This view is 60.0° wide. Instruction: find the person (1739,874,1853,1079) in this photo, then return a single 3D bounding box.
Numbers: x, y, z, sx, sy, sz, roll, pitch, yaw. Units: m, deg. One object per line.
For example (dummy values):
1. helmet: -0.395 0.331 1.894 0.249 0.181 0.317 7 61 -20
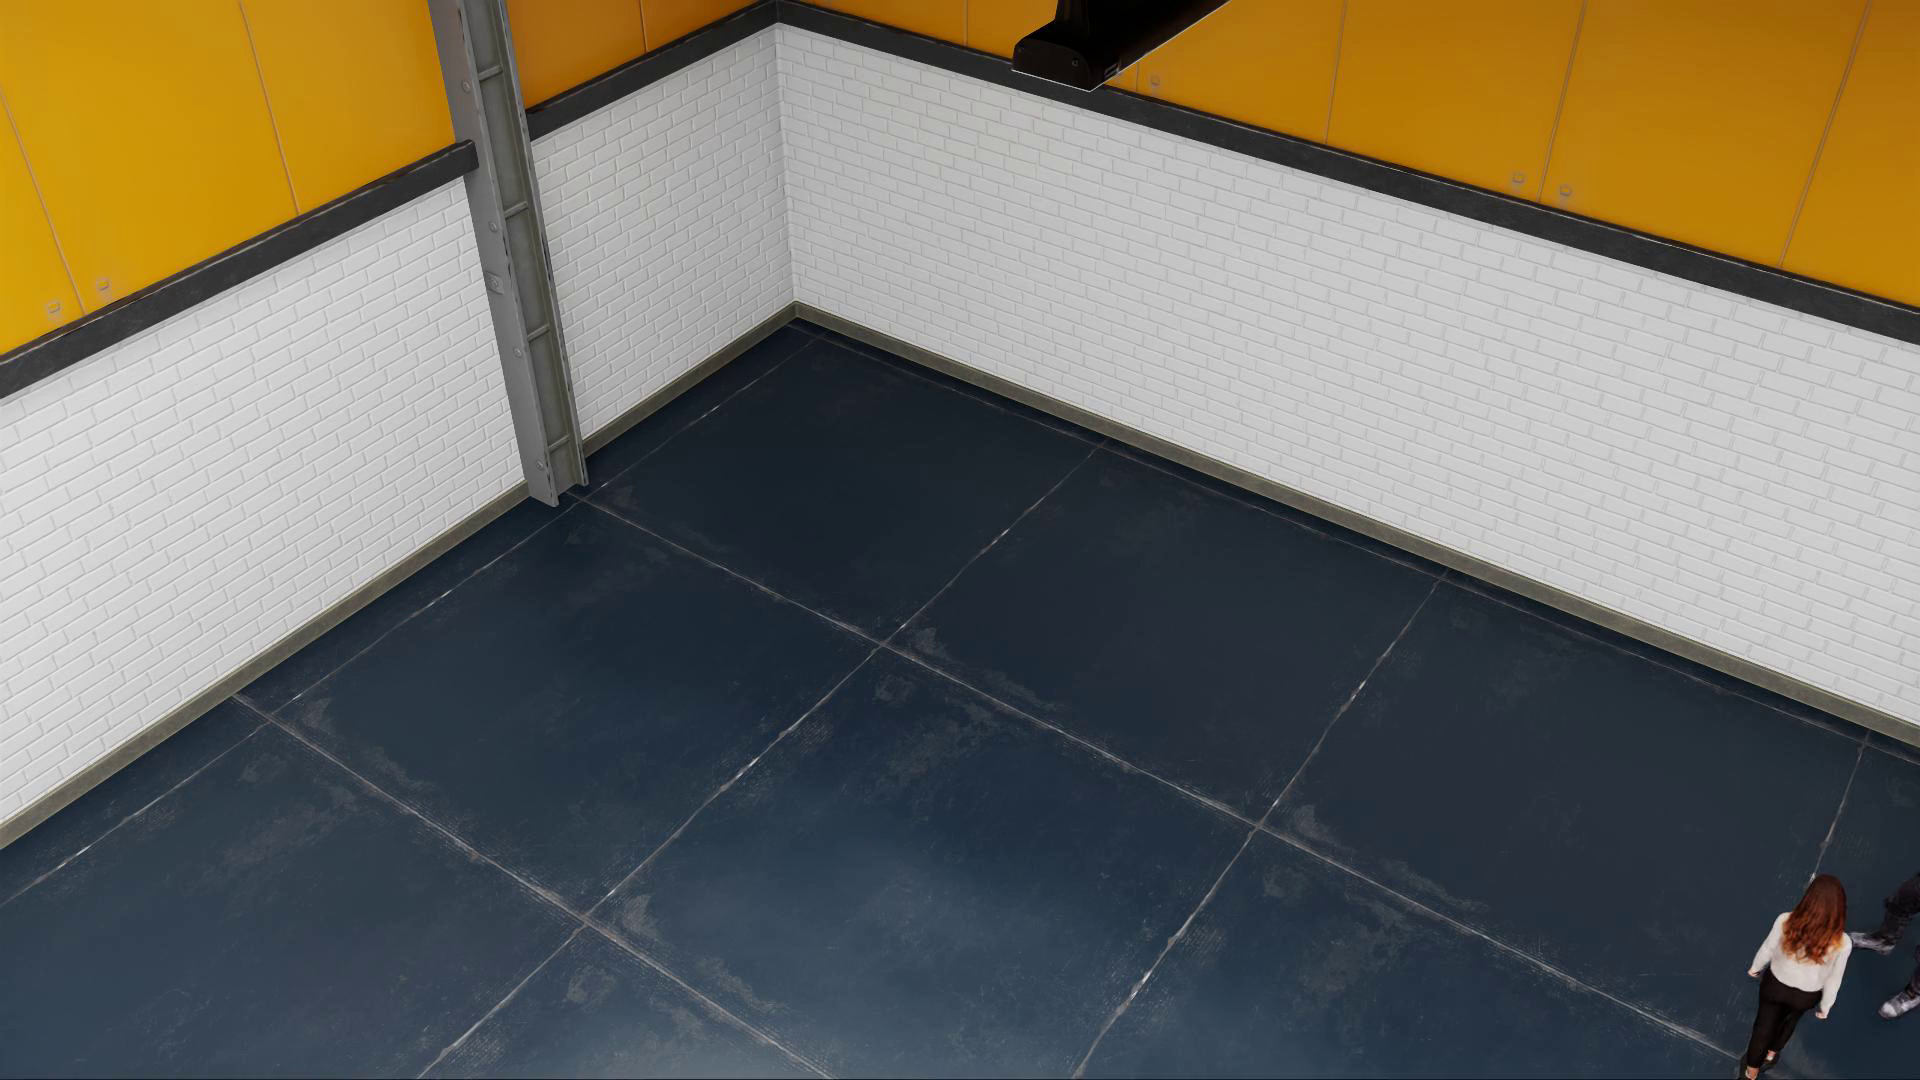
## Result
1. person: 4.347 2.392 8.710 0.579 1.464 0.588 19 43 23
